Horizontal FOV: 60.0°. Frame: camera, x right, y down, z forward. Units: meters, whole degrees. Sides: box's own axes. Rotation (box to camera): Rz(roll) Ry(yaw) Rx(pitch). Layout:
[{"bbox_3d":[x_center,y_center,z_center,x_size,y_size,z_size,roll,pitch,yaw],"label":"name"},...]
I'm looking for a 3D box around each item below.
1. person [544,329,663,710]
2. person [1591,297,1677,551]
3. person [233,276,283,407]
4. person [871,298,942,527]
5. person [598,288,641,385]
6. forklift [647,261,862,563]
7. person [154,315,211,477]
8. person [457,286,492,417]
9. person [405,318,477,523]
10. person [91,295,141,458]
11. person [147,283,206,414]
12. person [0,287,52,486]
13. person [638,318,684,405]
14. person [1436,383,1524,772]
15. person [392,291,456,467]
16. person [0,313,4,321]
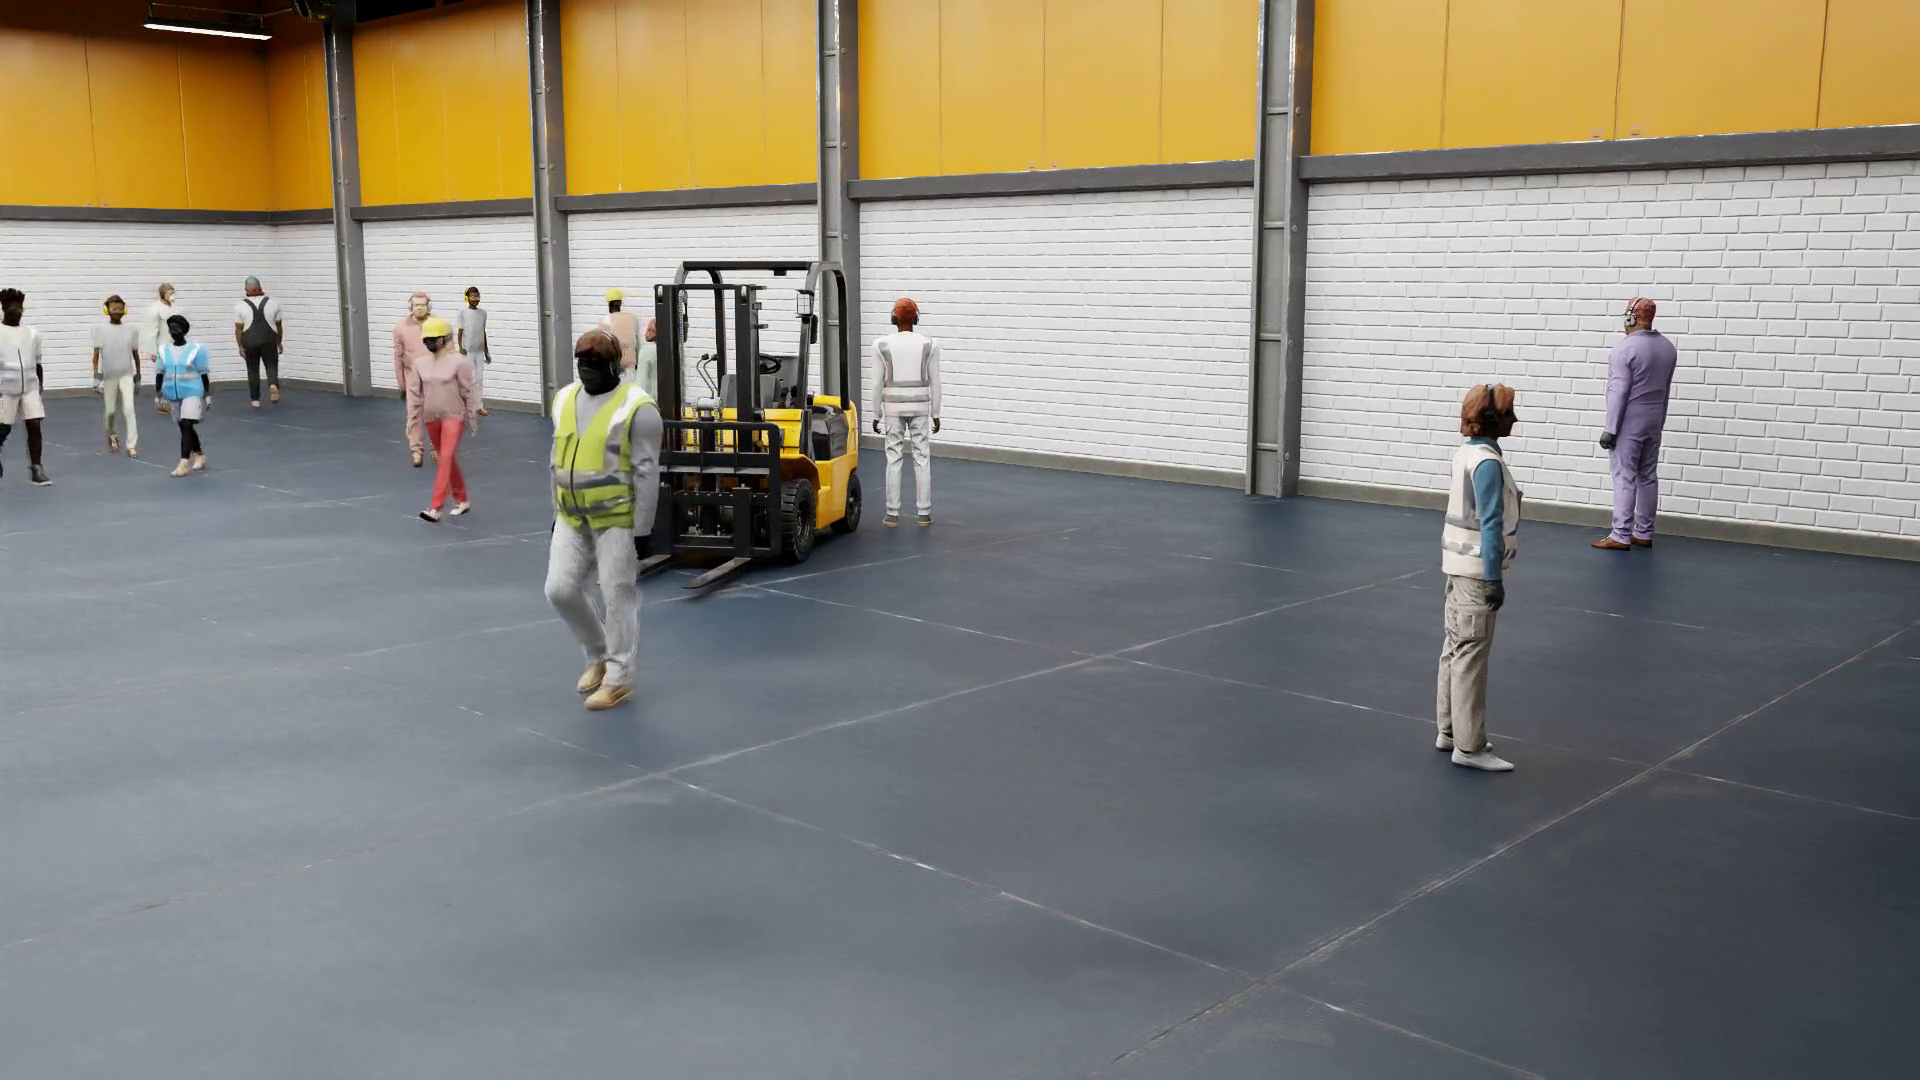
[{"bbox_3d":[-1.721,-0.097,8.035,0.658,1.831,0.435,5,10,26],"label":"person"},{"bbox_3d":[5.077,-0.871,12.568,0.645,1.908,0.408,-6,11,-31],"label":"person"},{"bbox_3d":[-10.760,-3.053,25.529,0.696,2.000,0.676,-5,10,-27],"label":"person"},{"bbox_3d":[-0.439,-1.045,13.696,0.582,1.884,0.351,-1,9,-6],"label":"person"},{"bbox_3d":[-4.378,-2.313,21.509,0.601,1.881,0.994,-6,11,-32],"label":"person"},{"bbox_3d":[-1.552,-1.040,12.721,1.214,2.155,2.313,2,9,11],"label":"forklift"},{"bbox_3d":[-8.033,-1.507,17.229,0.540,1.658,0.855,1,9,3],"label":"person"},{"bbox_3d":[-6.973,-2.701,23.900,0.329,1.871,0.513,7,12,38],"label":"person"},{"bbox_3d":[-4.380,-1.009,13.999,0.530,1.706,0.948,2,9,12],"label":"person"},{"bbox_3d":[-9.565,-1.860,18.863,0.521,1.839,0.850,-5,11,-30],"label":"person"},{"bbox_3d":[-11.355,-2.758,24.153,0.932,1.903,0.644,1,9,7],"label":"person"},{"bbox_3d":[-9.291,-1.500,16.298,0.810,1.944,0.614,7,12,37],"label":"person"},{"bbox_3d":[-3.046,-1.474,17.124,0.515,1.616,0.565,-6,11,-33],"label":"person"},{"bbox_3d":[2.214,0.151,7.105,0.311,1.642,0.512,1,9,4],"label":"person"},{"bbox_3d":[-5.787,-1.753,18.069,0.678,1.901,0.597,-4,10,-21],"label":"person"},{"bbox_3d":[-12.986,-2.425,22.418,0.421,1.798,0.616,7,11,35],"label":"person"}]
